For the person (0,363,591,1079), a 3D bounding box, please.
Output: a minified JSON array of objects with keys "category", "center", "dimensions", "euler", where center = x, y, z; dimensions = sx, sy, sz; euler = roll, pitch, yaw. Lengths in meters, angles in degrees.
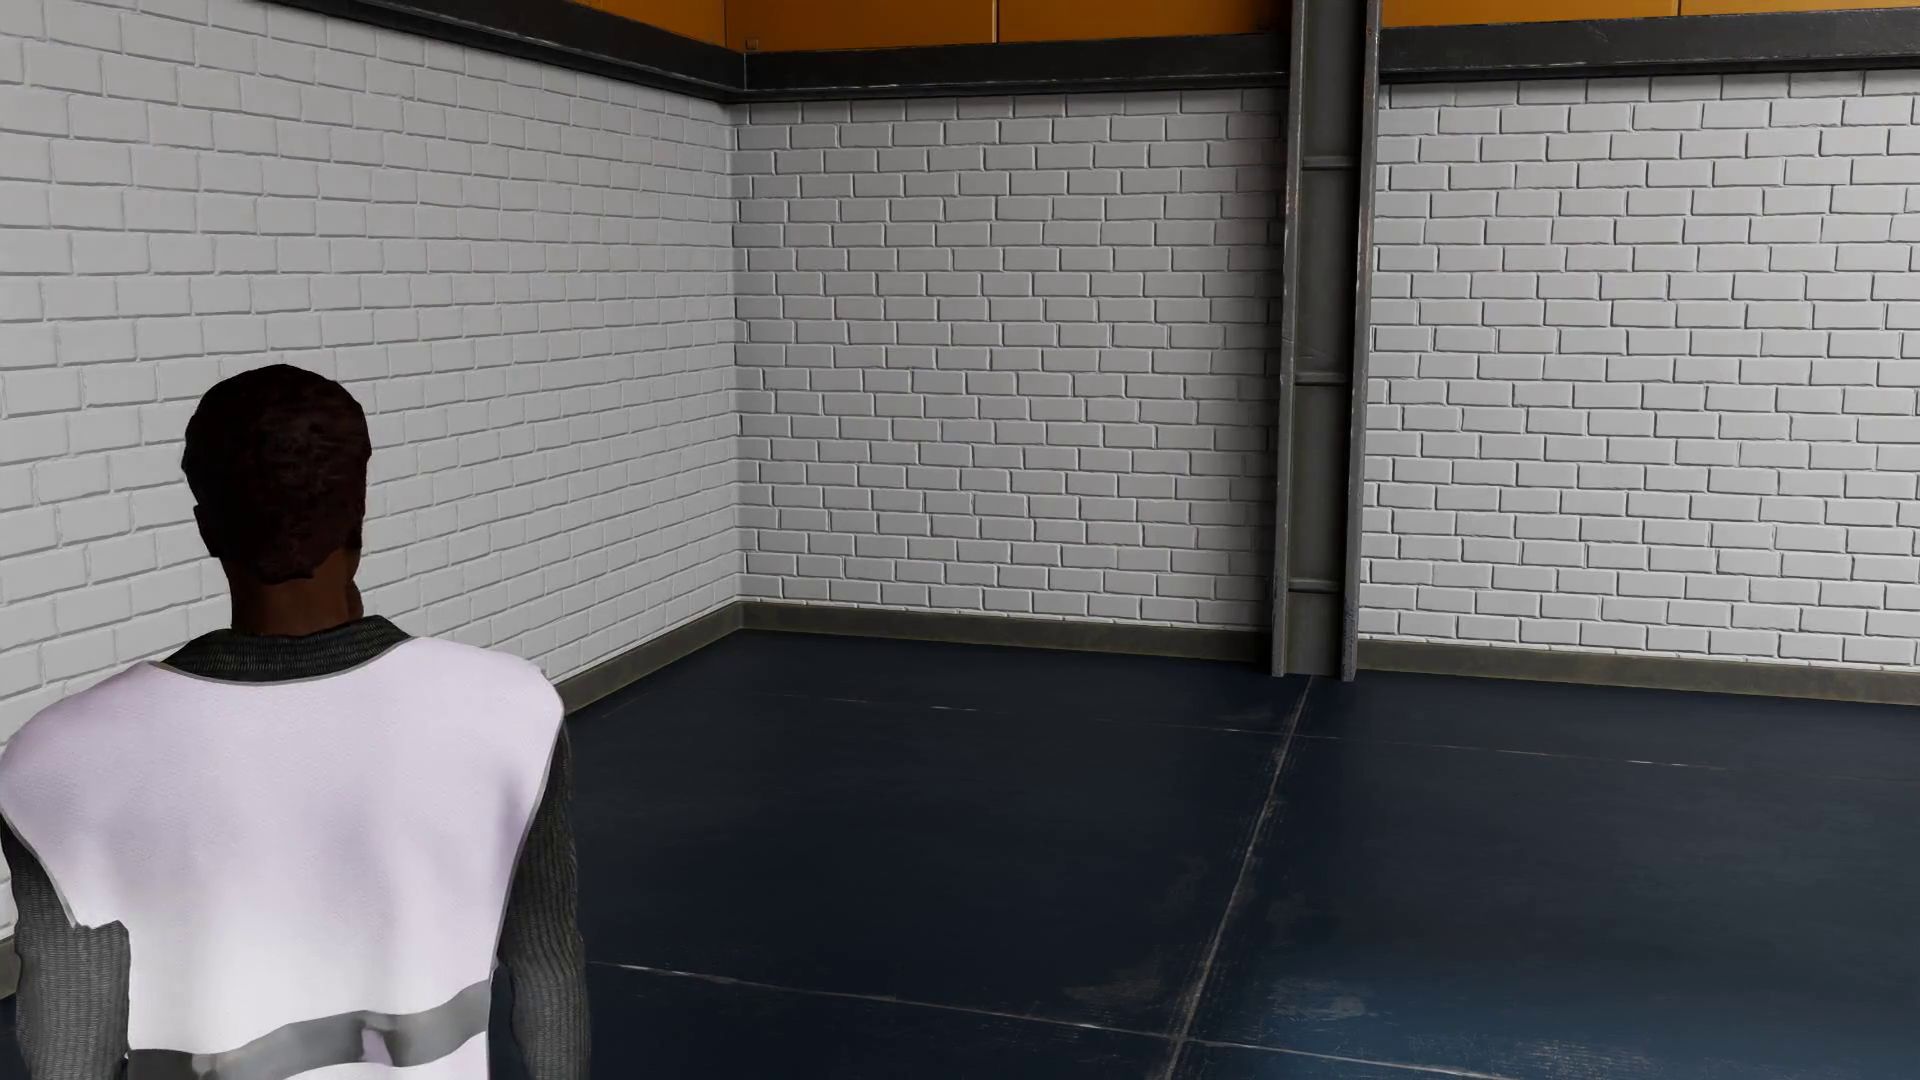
[{"category":"person","center":[-0.709,0.765,1.895],"dimensions":[0.597,1.915,0.369],"euler":[-5,10,-27]}]
